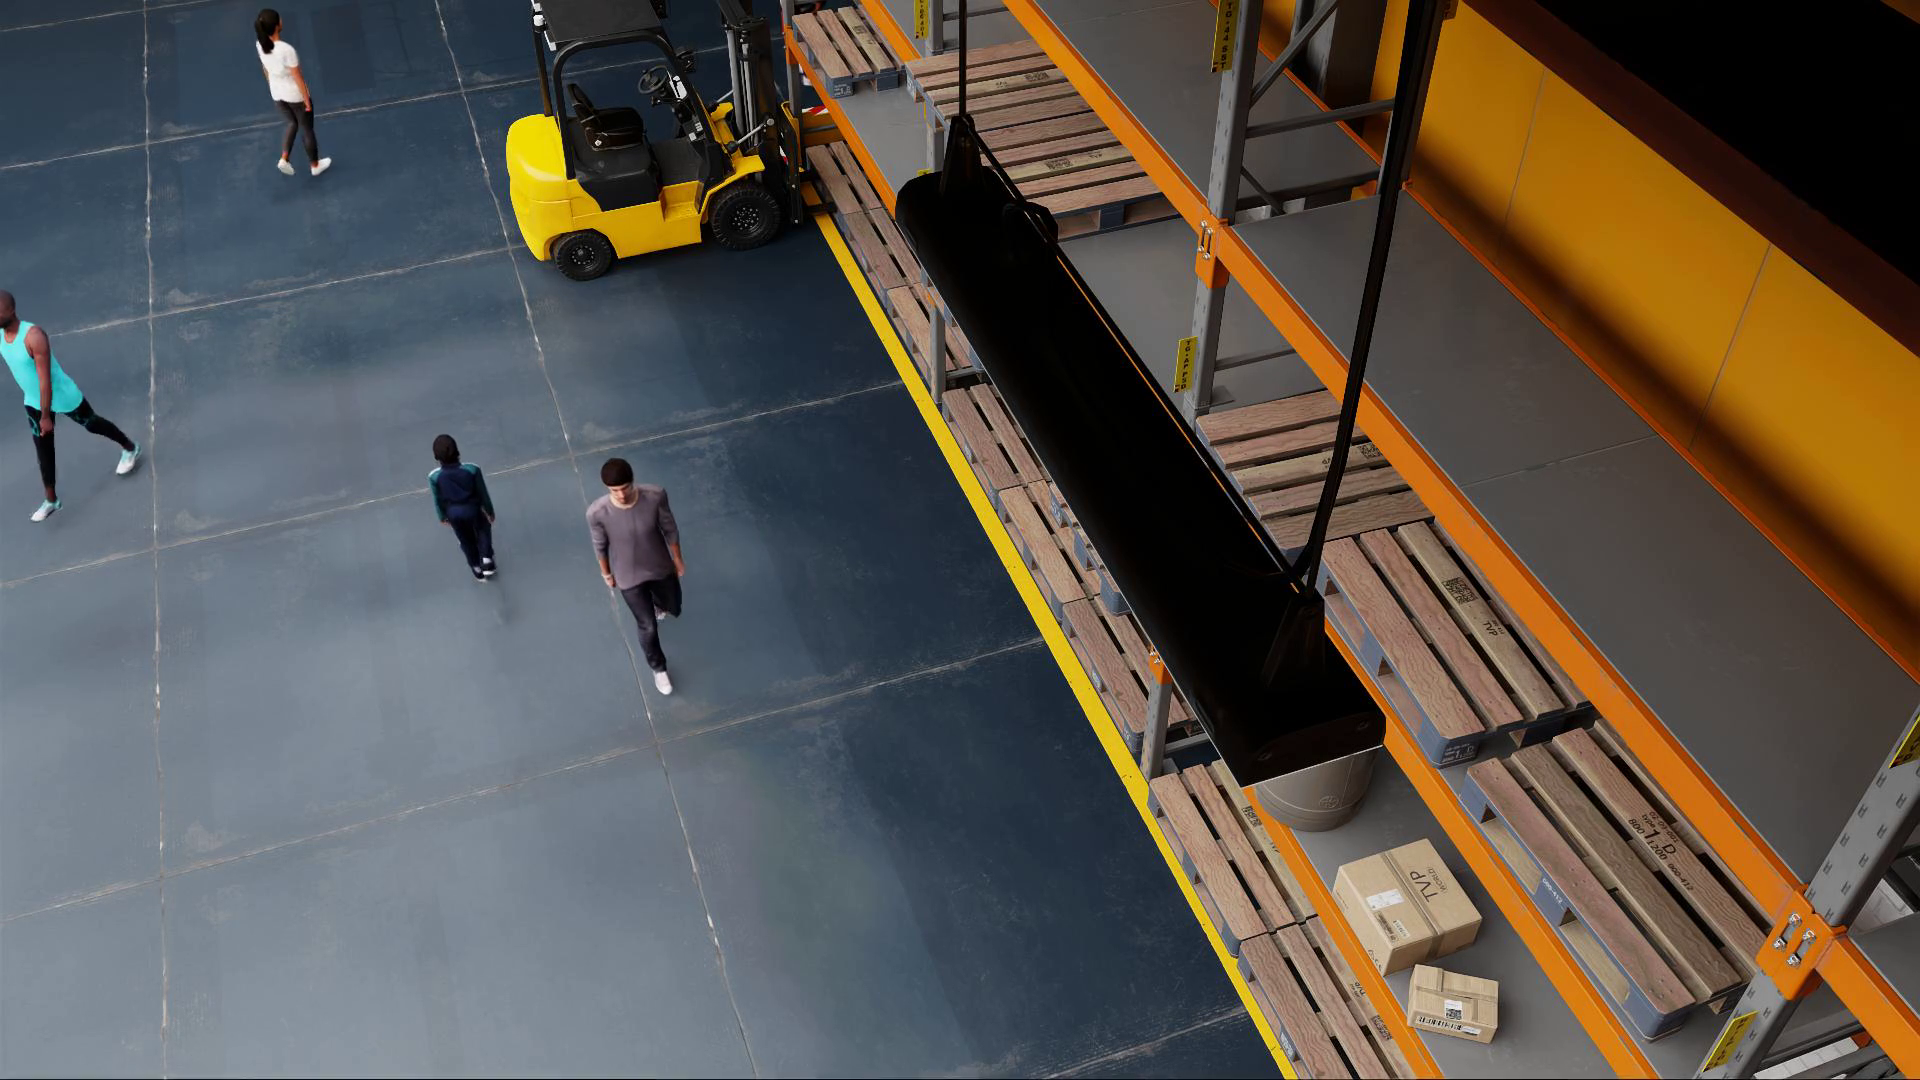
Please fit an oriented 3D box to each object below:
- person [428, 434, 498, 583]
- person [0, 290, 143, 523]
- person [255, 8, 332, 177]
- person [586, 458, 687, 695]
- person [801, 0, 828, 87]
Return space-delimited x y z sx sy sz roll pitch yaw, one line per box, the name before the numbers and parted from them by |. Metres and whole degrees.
person | -3.358 -0.176 11.296 0.531 1.250 0.531 -11 45 -12
person | -6.367 -1.057 11.851 1.120 1.759 1.245 13 45 14
person | -6.097 -3.979 15.006 0.835 1.640 0.897 17 46 17
person | -2.032 0.130 10.559 0.746 1.824 0.996 -18 47 -18
person | -1.479 -5.382 16.379 0.710 1.776 0.540 -10 45 -10
